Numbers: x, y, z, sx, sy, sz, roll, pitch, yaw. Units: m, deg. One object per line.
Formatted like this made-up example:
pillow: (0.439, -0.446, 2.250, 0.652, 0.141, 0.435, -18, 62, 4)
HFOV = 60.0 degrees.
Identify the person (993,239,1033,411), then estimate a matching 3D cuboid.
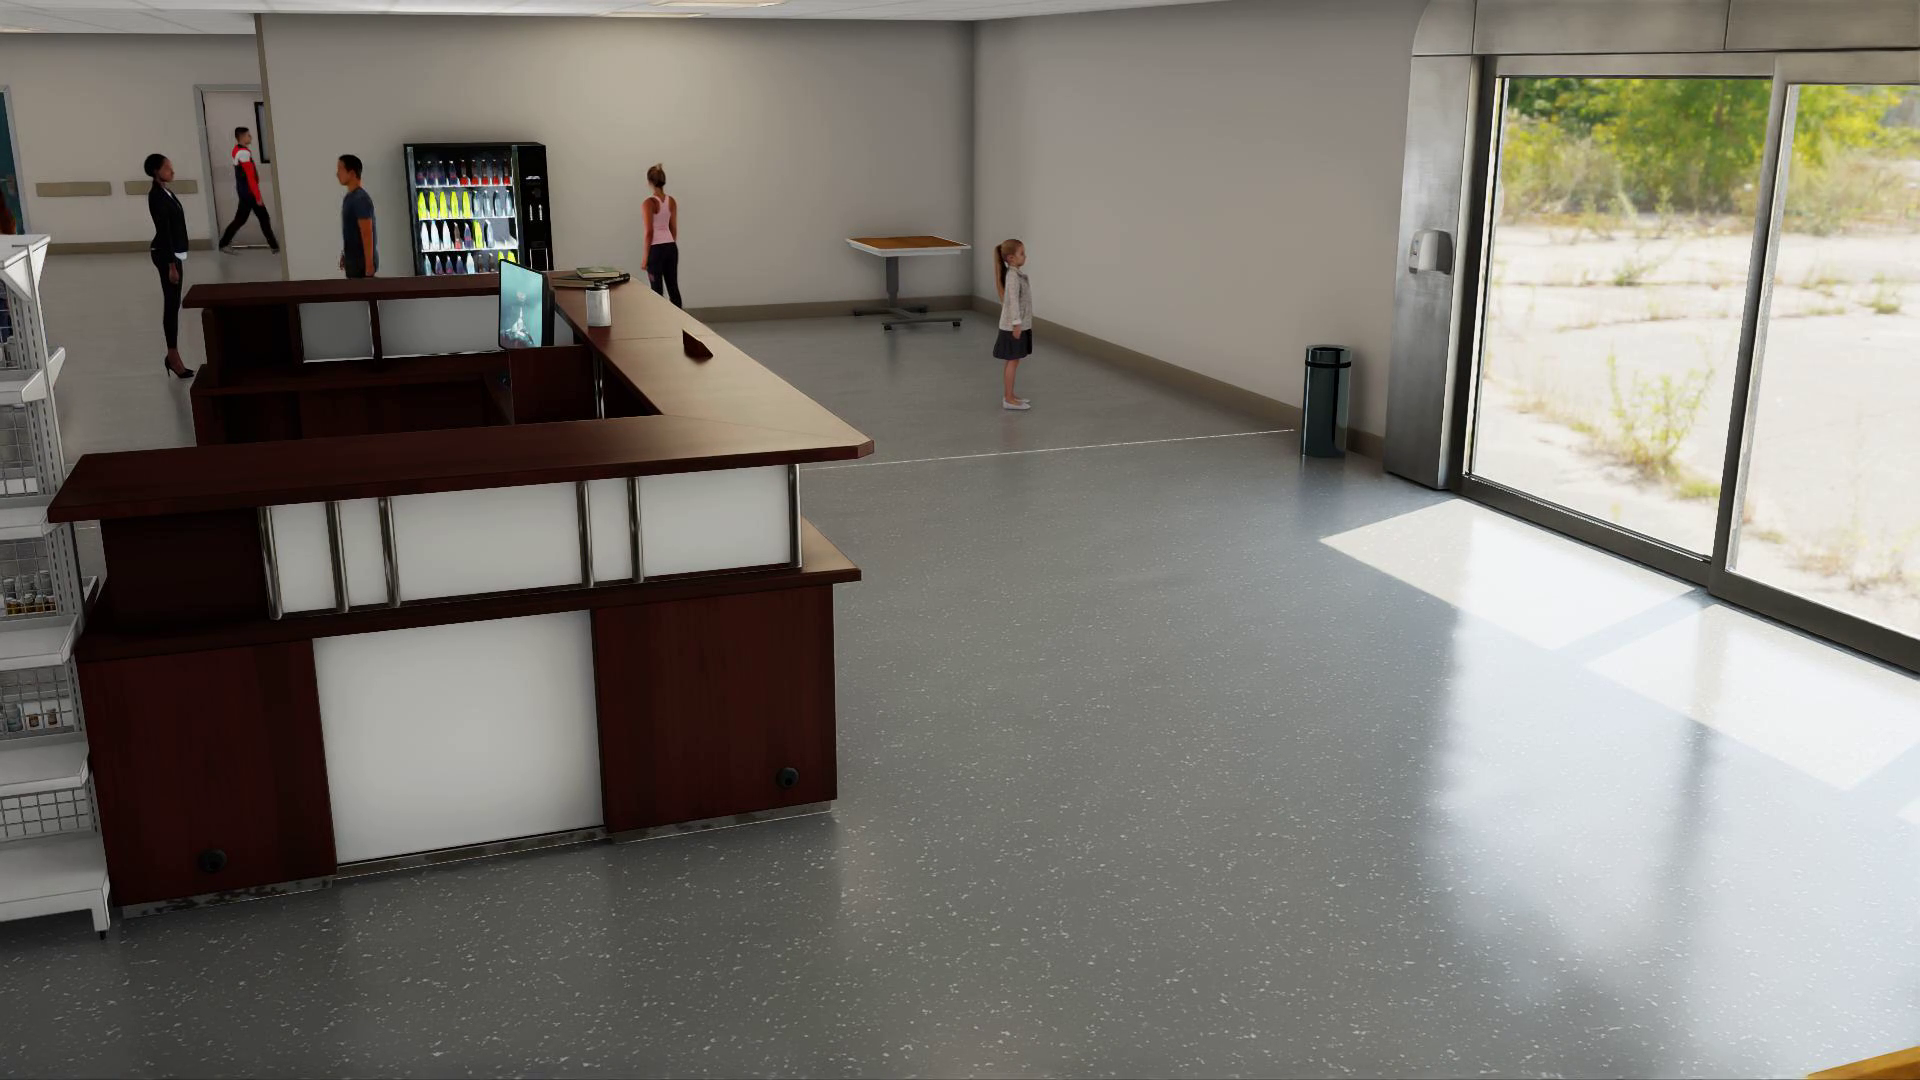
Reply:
person: (0.410, -1.643, 12.614, 0.613, 1.276, 0.580, 1, 16, 3)

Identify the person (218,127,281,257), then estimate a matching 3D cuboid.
person: (-9.797, -4.700, 22.667, 1.191, 1.711, 0.698, -7, 17, -24)

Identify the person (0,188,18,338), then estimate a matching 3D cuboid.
person: (-7.552, -1.937, 13.246, 0.832, 1.507, 0.766, 4, 16, 15)

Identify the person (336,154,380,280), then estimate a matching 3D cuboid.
person: (-5.100, -2.411, 14.388, 0.639, 1.798, 0.691, -7, 17, -24)

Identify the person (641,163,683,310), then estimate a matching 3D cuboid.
person: (-2.832, -2.743, 15.813, 0.707, 1.665, 0.609, 13, 20, 38)

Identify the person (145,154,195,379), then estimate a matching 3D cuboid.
person: (-6.596, -2.287, 13.881, 0.515, 1.835, 0.595, -6, 17, -19)
